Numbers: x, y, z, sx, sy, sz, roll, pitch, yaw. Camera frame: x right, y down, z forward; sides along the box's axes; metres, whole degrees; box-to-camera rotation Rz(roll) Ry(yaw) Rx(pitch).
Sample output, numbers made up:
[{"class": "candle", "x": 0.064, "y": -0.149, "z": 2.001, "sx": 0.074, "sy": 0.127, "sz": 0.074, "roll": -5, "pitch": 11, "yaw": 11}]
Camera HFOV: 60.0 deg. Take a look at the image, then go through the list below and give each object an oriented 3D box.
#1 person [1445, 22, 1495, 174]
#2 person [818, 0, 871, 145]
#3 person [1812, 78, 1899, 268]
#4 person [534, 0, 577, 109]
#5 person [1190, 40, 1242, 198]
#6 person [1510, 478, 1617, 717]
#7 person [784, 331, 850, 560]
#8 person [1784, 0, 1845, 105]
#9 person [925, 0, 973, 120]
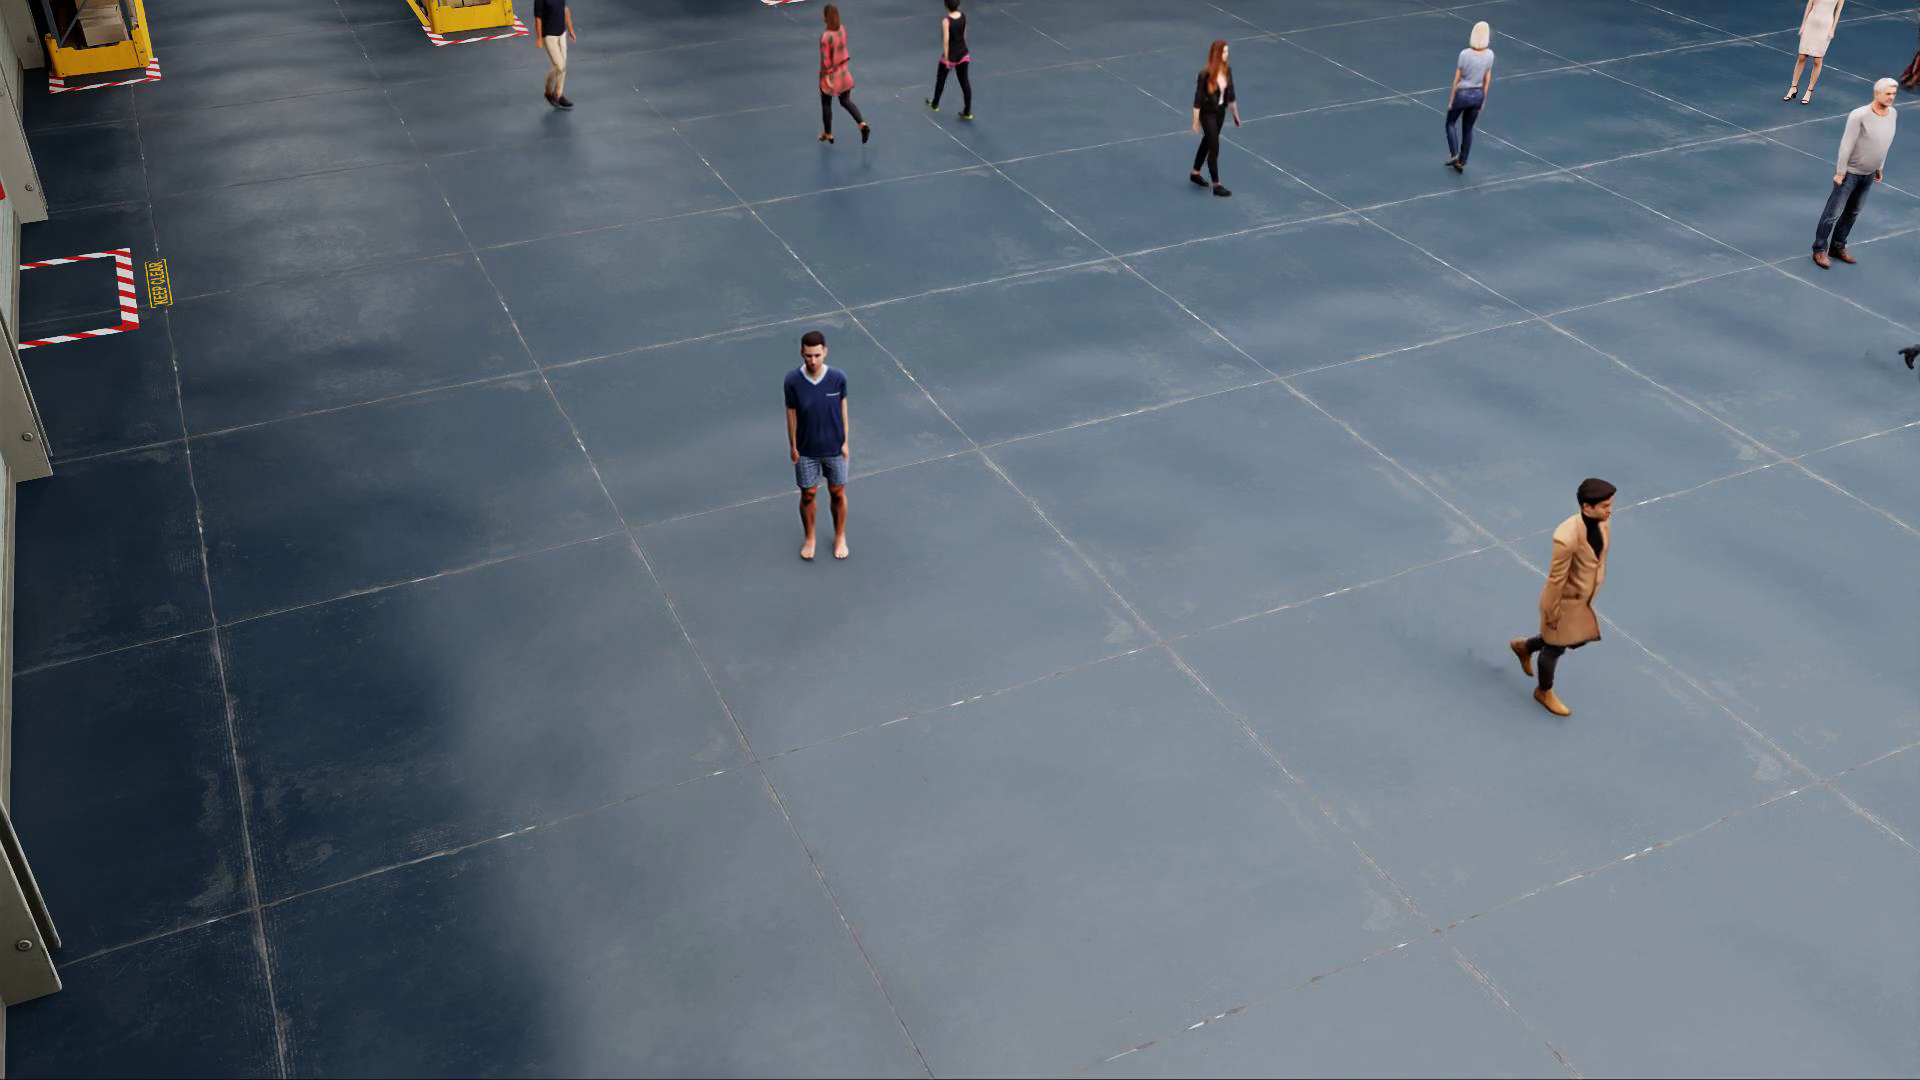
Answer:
[{"class": "person", "x": 5.767, "y": -4.960, "z": 18.797, "sx": 0.680, "sy": 1.708, "sz": 0.691, "roll": -2, "pitch": 33, "yaw": -3}, {"class": "person", "x": -1.396, "y": -5.422, "z": 19.532, "sx": 1.120, "sy": 1.681, "sz": 0.886, "roll": 24, "pitch": 40, "yaw": 32}, {"class": "person", "x": 8.994, "y": -3.704, "z": 16.679, "sx": 0.753, "sy": 1.911, "sz": 0.653, "roll": -10, "pitch": 34, "yaw": -15}, {"class": "person", "x": -5.144, "y": -6.317, "z": 20.769, "sx": 0.810, "sy": 1.832, "sz": 0.766, "roll": 17, "pitch": 37, "yaw": 24}, {"class": "person", "x": 2.729, "y": -4.706, "z": 18.430, "sx": 0.765, "sy": 1.682, "sz": 1.039, "roll": -25, "pitch": 40, "yaw": -33}, {"class": "person", "x": 3.842, "y": 0.318, "z": 10.675, "sx": 0.737, "sy": 1.714, "sz": 0.901, "roll": -22, "pitch": 39, "yaw": -30}, {"class": "person", "x": -1.015, "y": -0.703, "z": 12.127, "sx": 0.671, "sy": 1.843, "sz": 0.652, "roll": -4, "pitch": 33, "yaw": -6}, {"class": "person", "x": 10.818, "y": -6.432, "z": 20.948, "sx": 0.558, "sy": 1.830, "sz": 0.698, "roll": 27, "pitch": 42, "yaw": 35}, {"class": "person", "x": -0.012, "y": -5.933, "z": 20.464, "sx": 0.676, "sy": 1.522, "sz": 0.984, "roll": -21, "pitch": 38, "yaw": -29}]
